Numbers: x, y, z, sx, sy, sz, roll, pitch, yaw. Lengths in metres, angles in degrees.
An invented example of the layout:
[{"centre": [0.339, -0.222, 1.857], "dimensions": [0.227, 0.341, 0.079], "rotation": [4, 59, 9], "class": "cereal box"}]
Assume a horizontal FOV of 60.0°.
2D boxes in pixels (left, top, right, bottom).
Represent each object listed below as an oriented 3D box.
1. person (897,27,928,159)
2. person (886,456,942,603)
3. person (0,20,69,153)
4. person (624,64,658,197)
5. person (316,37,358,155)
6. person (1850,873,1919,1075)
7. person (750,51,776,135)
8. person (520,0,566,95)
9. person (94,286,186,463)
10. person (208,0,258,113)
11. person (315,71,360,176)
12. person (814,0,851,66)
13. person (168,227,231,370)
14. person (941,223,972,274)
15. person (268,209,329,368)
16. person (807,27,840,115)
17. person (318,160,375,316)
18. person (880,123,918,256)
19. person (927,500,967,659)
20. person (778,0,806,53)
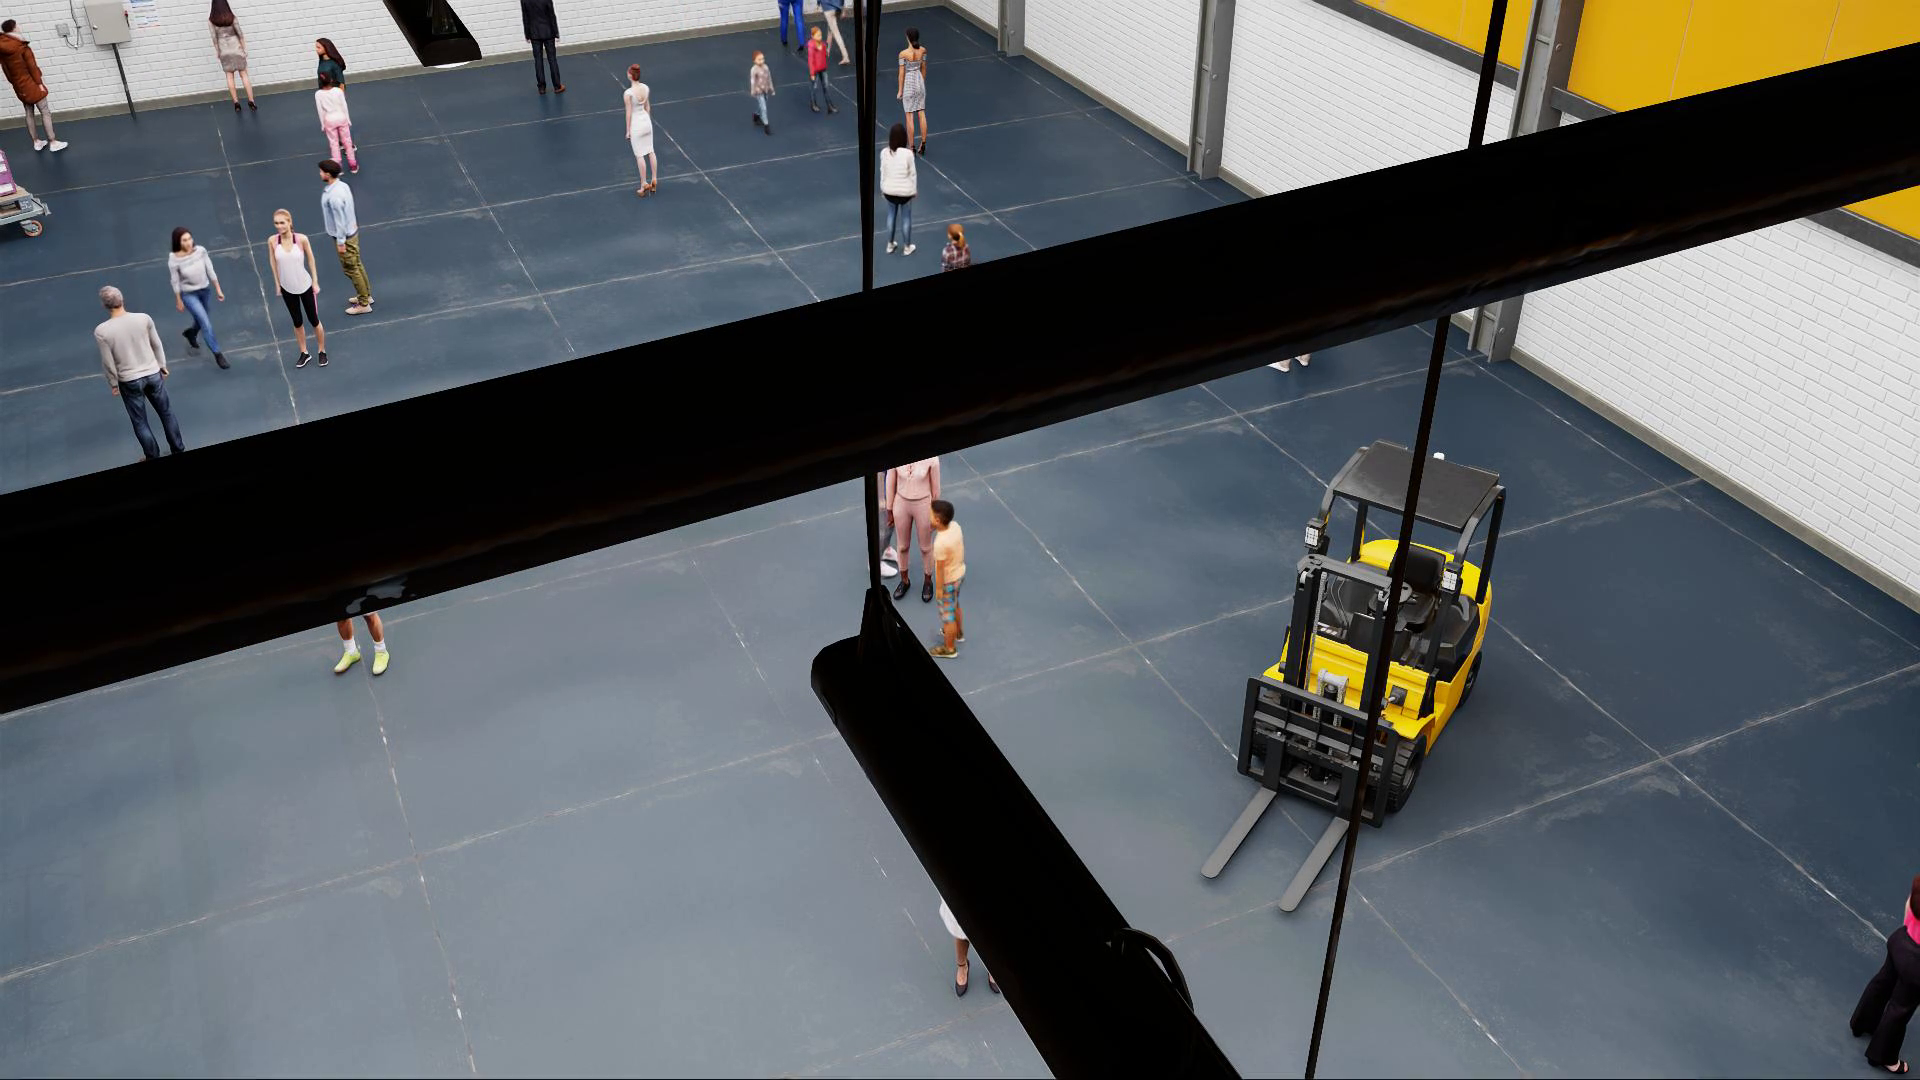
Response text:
[{"centre": [-0.639, -6.248, 23.195], "dimensions": [0.623, 1.822, 0.569], "rotation": [-19, 38, -27], "class": "person"}, {"centre": [-0.391, -0.250, 14.262], "dimensions": [0.704, 1.721, 0.723], "rotation": [5, 34, 8], "class": "person"}, {"centre": [-13.107, -6.388, 23.392], "dimensions": [0.854, 1.837, 0.903], "rotation": [8, 34, 11], "class": "person"}, {"centre": [-4.216, -5.425, 21.984], "dimensions": [0.614, 1.793, 0.630], "rotation": [24, 41, 32], "class": "person"}, {"centre": [-8.793, -6.258, 23.395], "dimensions": [0.690, 1.617, 0.772], "rotation": [20, 38, 27], "class": "person"}, {"centre": [5.816, 2.540, 10.121], "dimensions": [0.724, 1.659, 0.623], "rotation": [4, 34, 7], "class": "person"}, {"centre": [-2.912, -6.554, 24.240], "dimensions": [0.639, 1.176, 0.881], "rotation": [-28, 42, -35], "class": "person"}, {"centre": [-6.407, -7.747, 25.471], "dimensions": [0.762, 1.800, 0.720], "rotation": [-2, 34, -3], "class": "person"}, {"centre": [-7.931, -1.565, 16.077], "dimensions": [0.802, 1.902, 0.752], "rotation": [-28, 43, -35], "class": "person"}, {"centre": [-10.855, -7.258, 24.782], "dimensions": [0.627, 1.746, 0.558], "rotation": [-9, 35, -13], "class": "person"}, {"centre": [-8.546, -5.734, 22.766], "dimensions": [0.547, 1.441, 0.497], "rotation": [-13, 36, -19], "class": "person"}, {"centre": [-1.990, -8.420, 26.617], "dimensions": [0.839, 1.652, 1.227], "rotation": [-25, 41, -33], "class": "person"}, {"centre": [-8.302, -2.647, 17.981], "dimensions": [1.141, 1.596, 0.941], "rotation": [21, 39, 28], "class": "person"}, {"centre": [-0.023, -2.926, 18.672], "dimensions": [0.606, 1.295, 0.740], "rotation": [-22, 40, -30], "class": "person"}, {"centre": [-7.136, -2.727, 17.929], "dimensions": [0.669, 1.787, 0.631], "rotation": [-3, 34, -4], "class": "person"}, {"centre": [-2.166, -7.013, 24.824], "dimensions": [0.674, 1.292, 0.874], "rotation": [-26, 42, -34], "class": "person"}, {"centre": [-7.034, -3.477, 19.037], "dimensions": [0.799, 1.810, 0.611], "rotation": [-5, 34, -7], "class": "person"}, {"centre": [-0.752, -4.315, 20.457], "dimensions": [0.698, 1.634, 0.754], "rotation": [11, 35, 16], "class": "person"}, {"centre": [-0.059, 0.290, 13.686], "dimensions": [0.698, 1.459, 0.660], "rotation": [10, 35, 15], "class": "person"}, {"centre": [-2.722, -8.816, 27.199], "dimensions": [0.726, 1.667, 1.108], "rotation": [-9, 35, -13], "class": "person"}]
